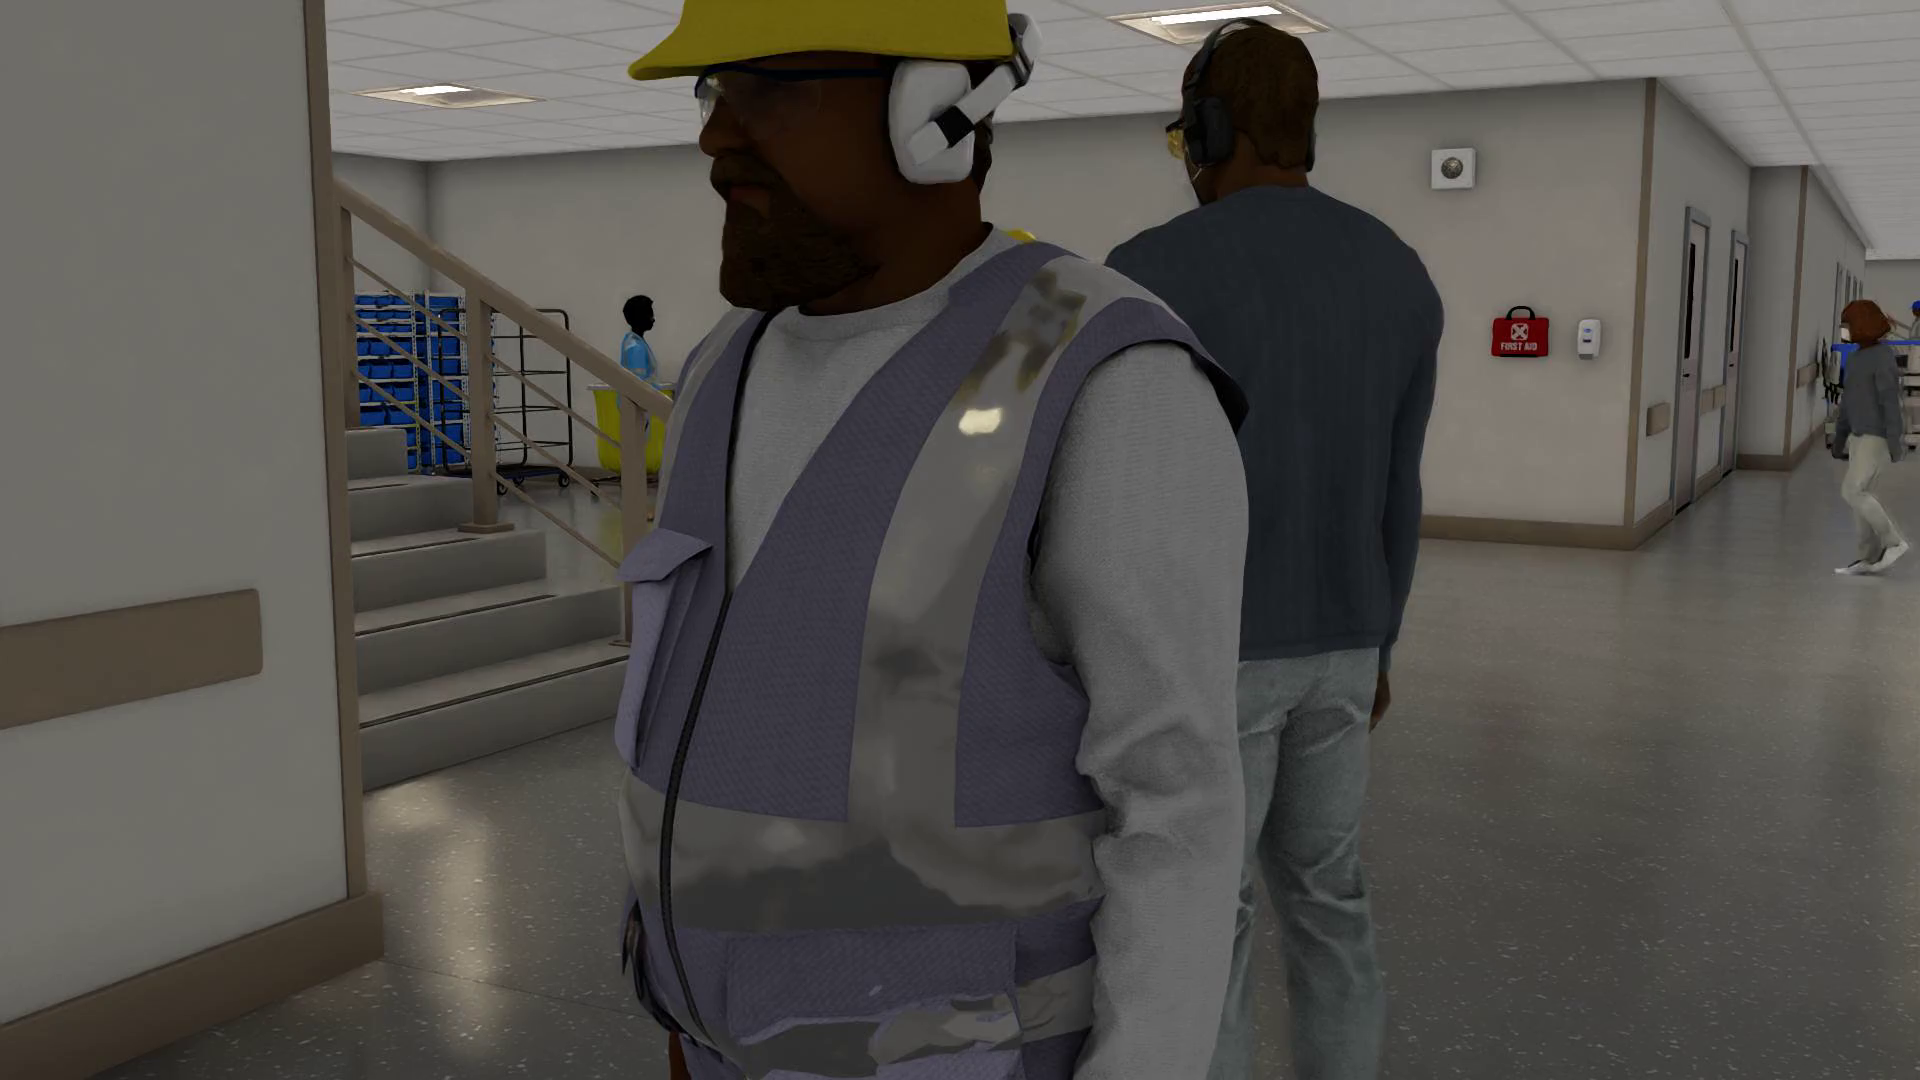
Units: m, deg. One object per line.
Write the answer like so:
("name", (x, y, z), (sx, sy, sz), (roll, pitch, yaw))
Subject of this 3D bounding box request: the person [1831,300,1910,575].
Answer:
("person", (5.230, -0.574, 9.595), (0.361, 1.611, 0.562), (1, 7, 6))

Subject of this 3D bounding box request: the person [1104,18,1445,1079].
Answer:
("person", (0.453, 0.185, 2.569), (0.632, 1.931, 0.386), (-4, 9, -30))

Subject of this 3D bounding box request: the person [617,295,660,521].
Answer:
("person", (-2.412, -0.984, 12.469), (0.319, 1.692, 0.566), (-2, 8, -13))
